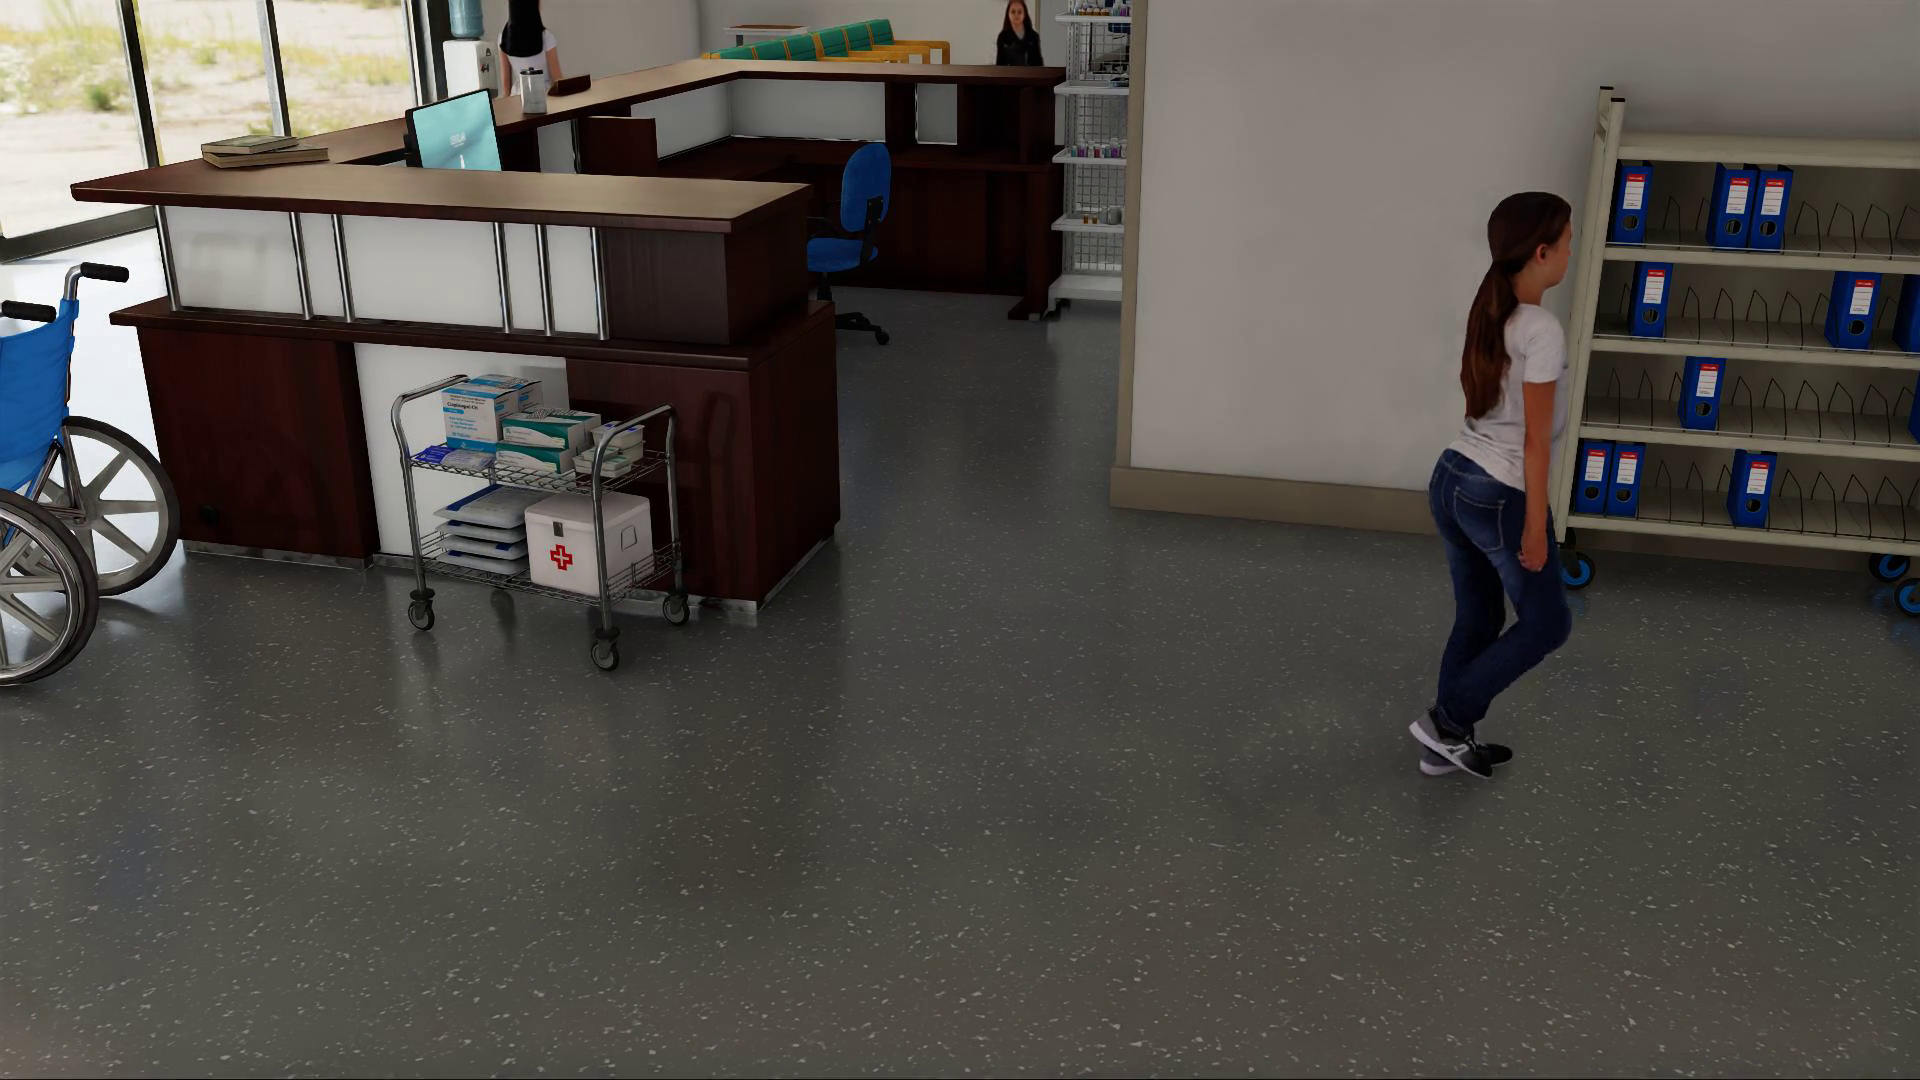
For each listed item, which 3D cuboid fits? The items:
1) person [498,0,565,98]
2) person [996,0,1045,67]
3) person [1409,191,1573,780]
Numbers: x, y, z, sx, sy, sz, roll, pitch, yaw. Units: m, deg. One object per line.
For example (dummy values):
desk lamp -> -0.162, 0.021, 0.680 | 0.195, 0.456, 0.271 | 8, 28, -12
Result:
person -> -2.705, -2.653, 10.655 | 0.576, 1.775, 0.710 | 4, 21, 11
person -> 0.521, -3.975, 14.618 | 0.950, 1.440, 0.813 | -1, 21, -2
person -> 1.300, -0.094, 4.212 | 0.731, 1.554, 0.677 | -5, 21, -14
